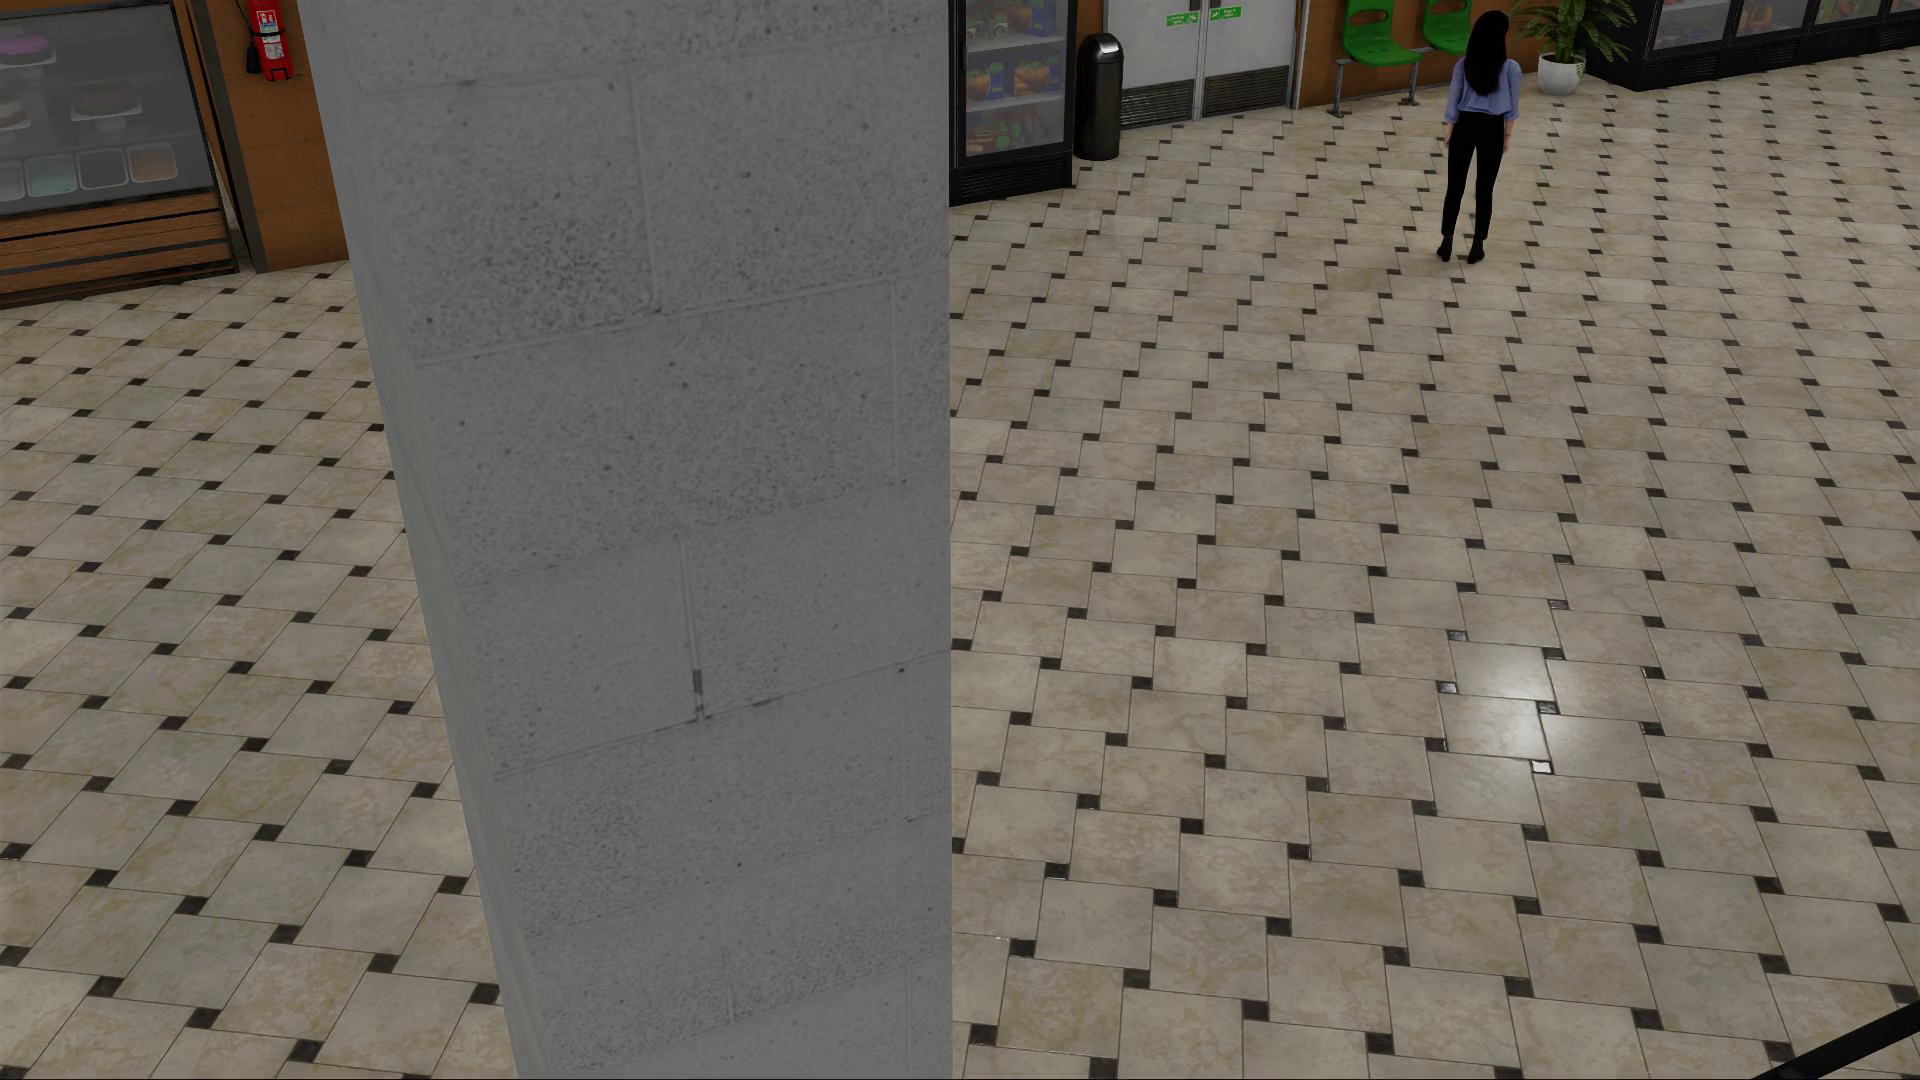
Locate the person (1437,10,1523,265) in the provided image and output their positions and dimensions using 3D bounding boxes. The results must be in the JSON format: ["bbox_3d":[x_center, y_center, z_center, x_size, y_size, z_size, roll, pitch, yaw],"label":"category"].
[{"bbox_3d":[3.578,-2.776,11.524,0.716,1.745,0.774,10,33,16],"label":"person"}]
